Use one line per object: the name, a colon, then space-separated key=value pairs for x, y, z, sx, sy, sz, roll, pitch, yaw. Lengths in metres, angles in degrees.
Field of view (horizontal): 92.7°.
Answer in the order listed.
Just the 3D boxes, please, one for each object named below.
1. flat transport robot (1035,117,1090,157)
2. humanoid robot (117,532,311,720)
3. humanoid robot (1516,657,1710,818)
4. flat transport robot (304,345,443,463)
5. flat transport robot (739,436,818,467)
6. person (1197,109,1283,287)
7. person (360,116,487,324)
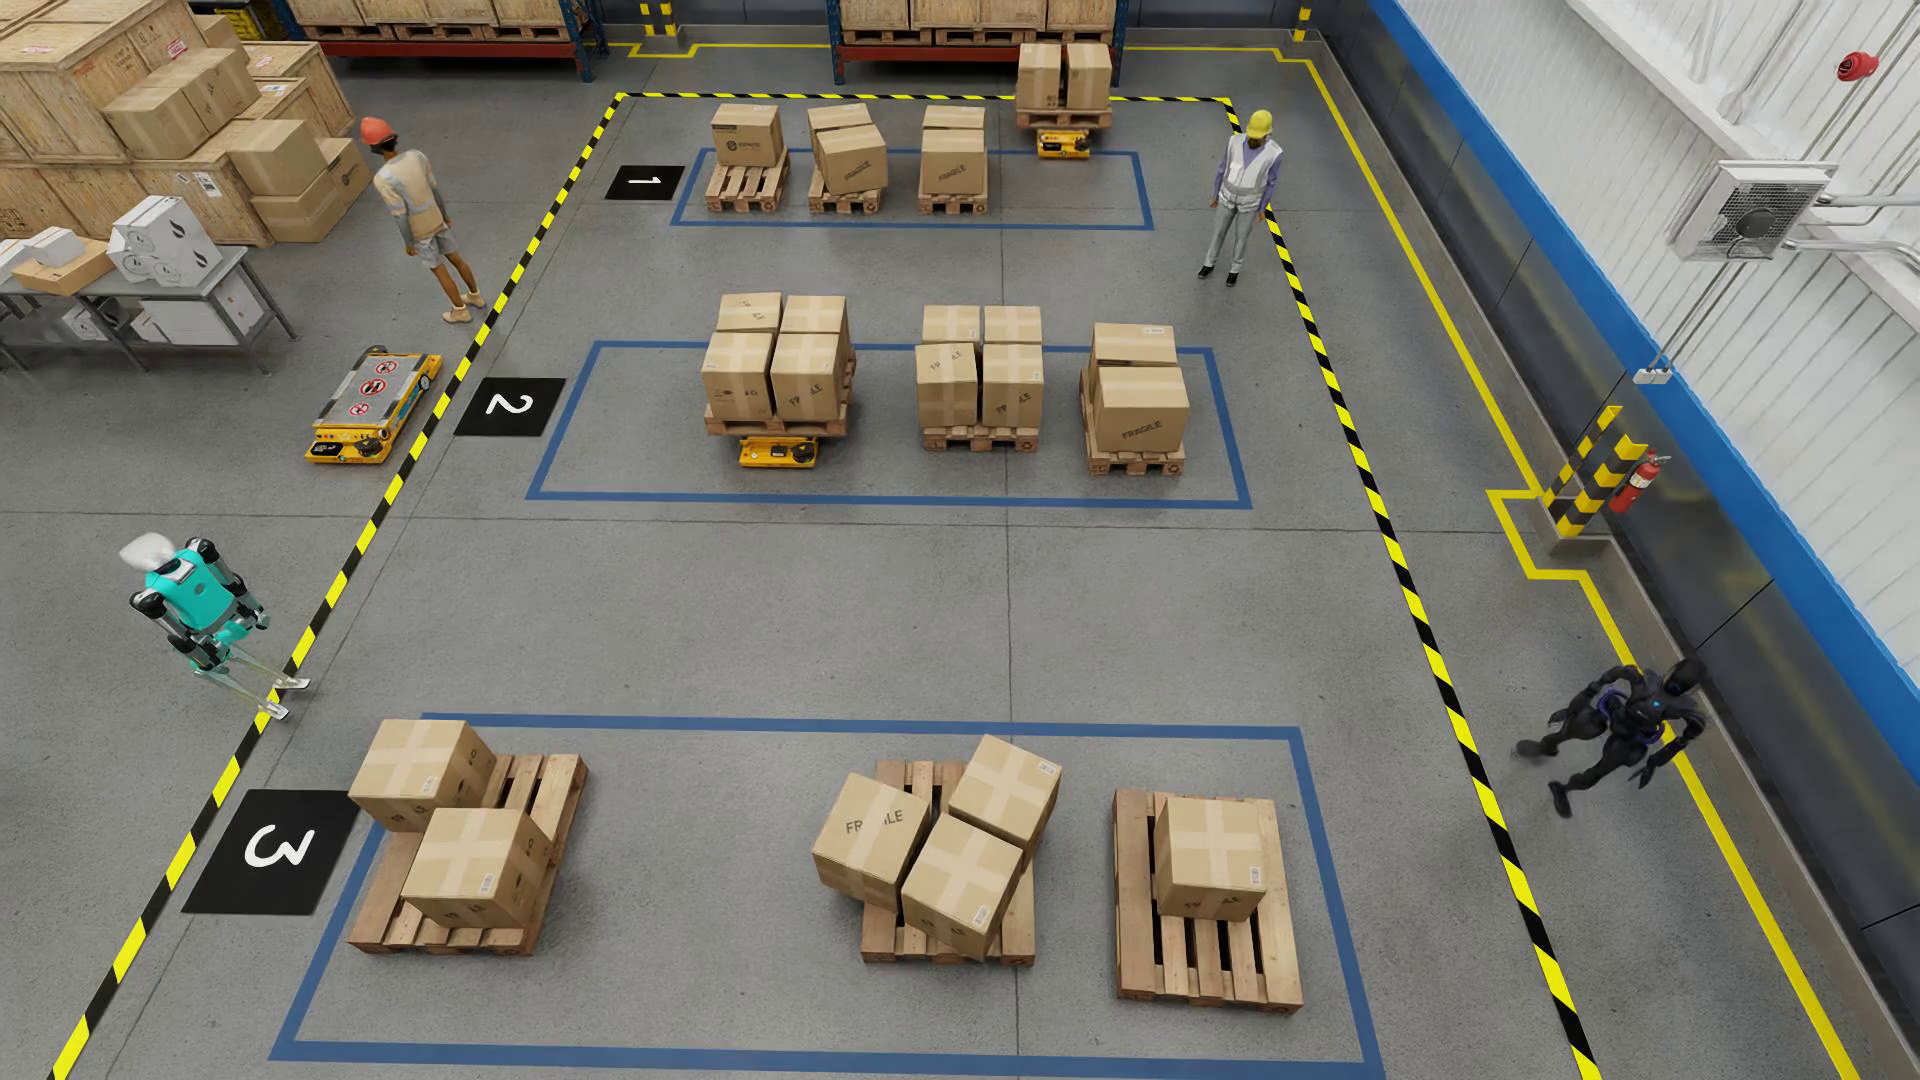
flat transport robot: x=1.317 y=-5.431 z=11.945 sx=0.652 sy=0.197 sz=1.431 roll=1 pitch=50 yaw=1
humanoid robot: x=-4.849 y=0.547 z=5.857 sx=0.735 sy=1.672 sz=0.533 roll=9 pitch=50 yaw=8
humanoid robot: x=3.953 y=1.120 z=5.500 sx=0.461 sy=1.648 sz=0.611 roll=-33 pitch=57 yaw=-25
flat transport robot: x=-5.383 y=-1.269 z=8.441 sx=0.659 sy=0.231 sz=1.431 roll=1 pitch=50 yaw=1
flat transport robot: x=-1.582 y=-1.235 z=8.394 sx=0.652 sy=0.197 sz=1.431 roll=1 pitch=50 yaw=1
person: x=2.826 y=-3.435 z=9.251 sx=0.587 sy=1.828 sz=0.403 roll=23 pitch=53 yaw=18
person: x=-5.131 y=-3.009 z=8.752 sx=0.371 sy=2.040 sz=0.613 roll=12 pitch=51 yaw=10
